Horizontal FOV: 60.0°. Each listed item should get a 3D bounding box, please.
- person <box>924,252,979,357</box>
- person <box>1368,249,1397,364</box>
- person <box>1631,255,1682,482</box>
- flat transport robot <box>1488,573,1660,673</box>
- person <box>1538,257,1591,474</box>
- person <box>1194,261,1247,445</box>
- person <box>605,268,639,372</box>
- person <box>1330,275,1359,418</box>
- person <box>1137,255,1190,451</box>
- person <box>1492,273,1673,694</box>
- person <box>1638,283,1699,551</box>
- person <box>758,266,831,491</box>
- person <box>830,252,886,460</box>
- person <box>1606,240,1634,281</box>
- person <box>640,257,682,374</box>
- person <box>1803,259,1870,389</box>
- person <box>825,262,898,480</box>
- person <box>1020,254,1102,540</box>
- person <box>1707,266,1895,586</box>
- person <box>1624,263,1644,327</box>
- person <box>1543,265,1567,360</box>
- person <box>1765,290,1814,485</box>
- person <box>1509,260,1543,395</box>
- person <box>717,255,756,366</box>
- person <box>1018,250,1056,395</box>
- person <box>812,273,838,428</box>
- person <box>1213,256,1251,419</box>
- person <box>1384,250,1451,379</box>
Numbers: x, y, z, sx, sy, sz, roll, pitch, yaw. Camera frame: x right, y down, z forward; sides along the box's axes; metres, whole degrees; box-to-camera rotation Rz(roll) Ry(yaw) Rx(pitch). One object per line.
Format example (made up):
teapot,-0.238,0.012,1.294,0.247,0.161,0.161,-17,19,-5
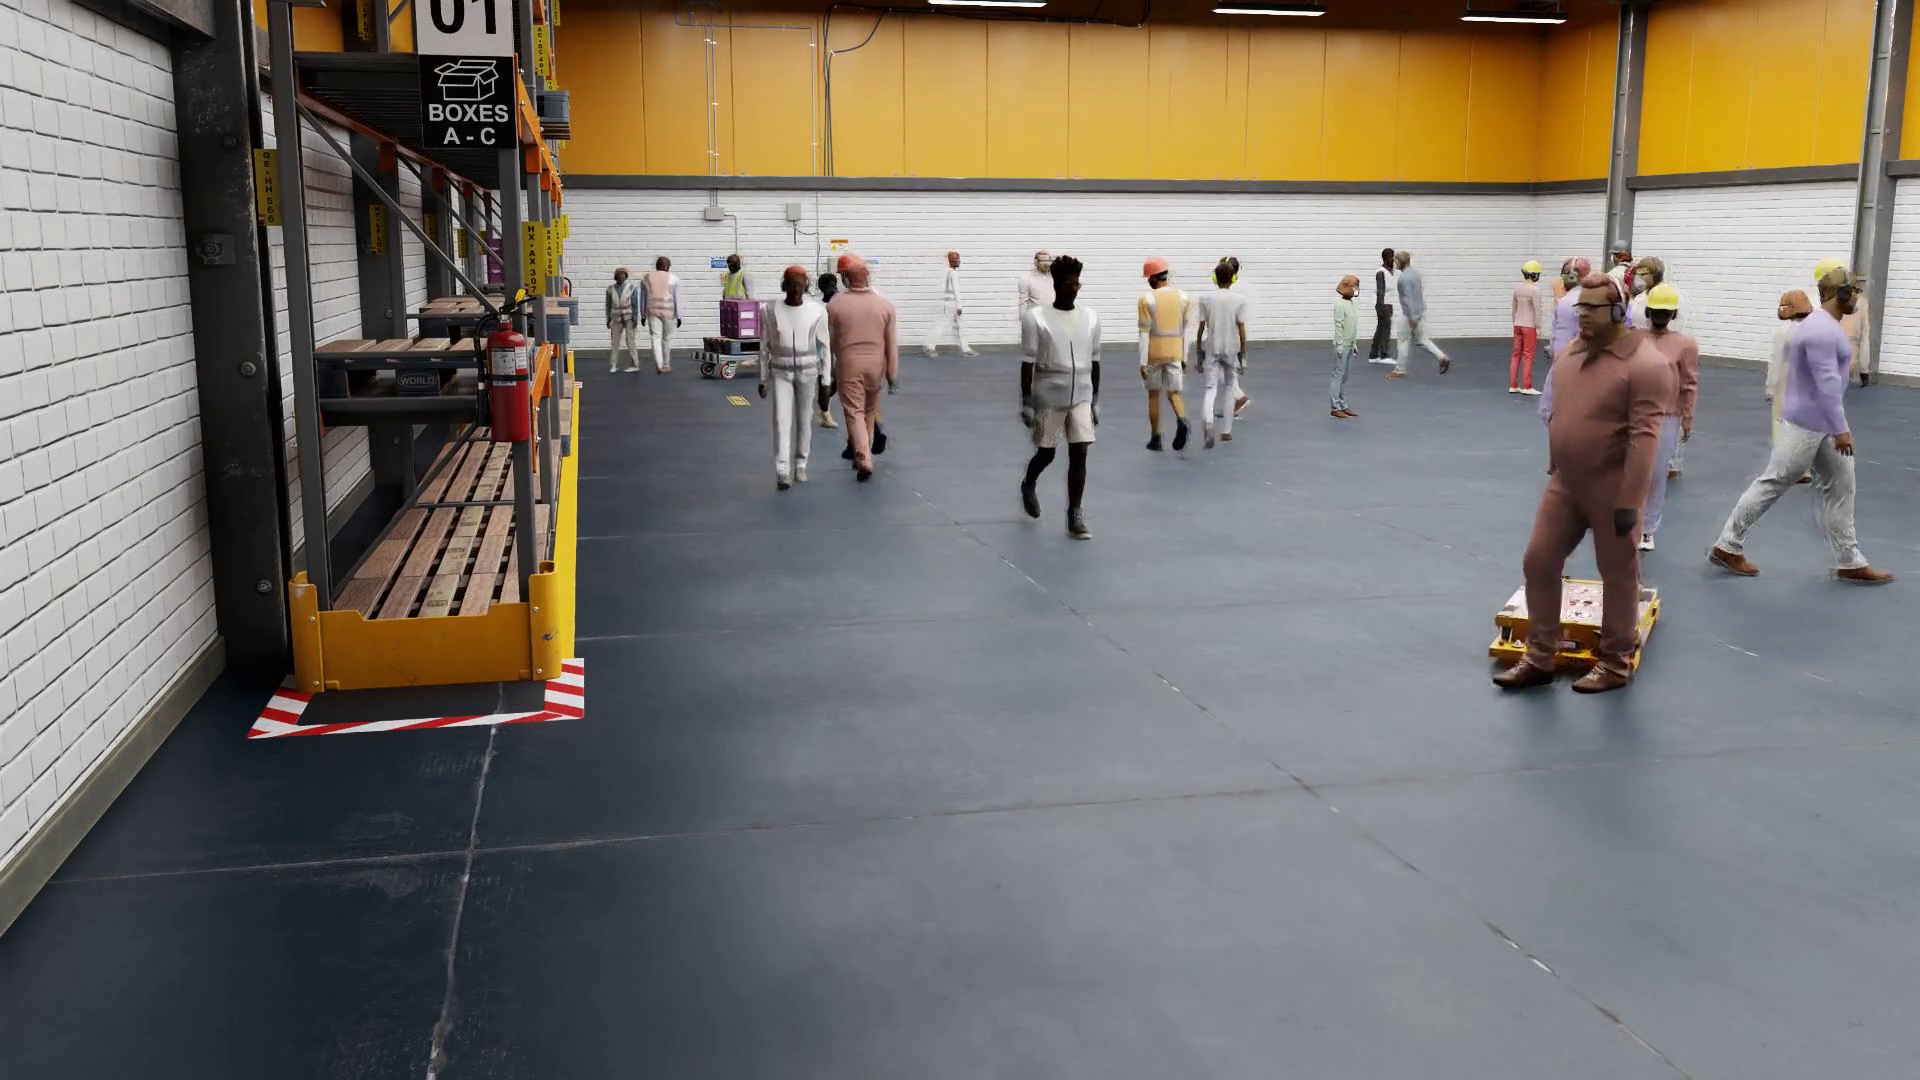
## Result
person,-0.177,-4.100,28.990,0.976,1.843,0.591,-2,10,-10
person,7.049,-3.861,27.560,0.468,1.895,0.614,5,11,25
person,5.662,-1.408,13.893,0.950,1.895,0.638,-1,10,-7
flat transport robot,3.140,0.394,8.427,0.652,0.197,1.431,5,11,26
person,5.229,-1.461,14.216,0.663,1.891,0.417,-8,13,-36
person,2.598,-1.856,16.589,0.522,1.837,0.809,3,11,15
person,-5.207,-3.385,25.652,0.549,1.618,0.378,1,10,8
person,4.446,-2.225,19.160,0.289,1.634,0.499,7,12,33
person,1.963,-1.760,15.873,0.555,1.894,0.753,-2,11,-13
person,2.734,-0.225,7.371,0.756,1.880,0.680,-5,11,-25
person,4.590,-0.822,11.027,0.547,1.752,0.491,6,12,29
person,-1.364,-1.342,13.750,0.602,1.826,0.993,-1,10,-8
person,-0.926,-1.684,15.341,0.587,1.928,0.555,-6,12,-30
person,9.530,-3.340,24.212,0.538,2.000,0.683,9,13,40
person,-4.587,-3.440,25.497,0.643,1.790,0.914,-1,10,-3
person,7.826,-1.589,15.001,0.603,1.862,1.025,-1,10,-4
person,-0.864,-1.460,14.344,0.639,1.858,1.013,-4,11,-19
person,0.693,-1.004,11.550,0.619,1.951,0.743,-3,11,-19
person,5.055,-0.680,9.943,1.011,1.888,0.647,7,13,36
person,5.831,-1.506,14.610,0.563,1.838,0.389,-9,13,-40
person,9.993,-3.761,27.535,0.429,1.680,0.544,-4,11,-19
person,6.905,-1.251,13.805,0.508,1.628,0.285,-3,11,-18
person,7.505,-2.800,21.985,0.314,1.768,0.527,-4,11,-21
person,-3.638,-3.676,26.744,0.871,1.793,0.666,-9,14,-42
person,1.083,-2.857,21.909,0.648,1.907,0.401,-5,11,-26
person,-1.475,-2.073,18.180,0.540,1.687,0.498,-7,13,-35
person,3.072,-2.292,18.909,0.419,1.854,0.563,6,12,31
person,6.700,-3.281,24.287,0.864,1.902,0.654,6,12,31
